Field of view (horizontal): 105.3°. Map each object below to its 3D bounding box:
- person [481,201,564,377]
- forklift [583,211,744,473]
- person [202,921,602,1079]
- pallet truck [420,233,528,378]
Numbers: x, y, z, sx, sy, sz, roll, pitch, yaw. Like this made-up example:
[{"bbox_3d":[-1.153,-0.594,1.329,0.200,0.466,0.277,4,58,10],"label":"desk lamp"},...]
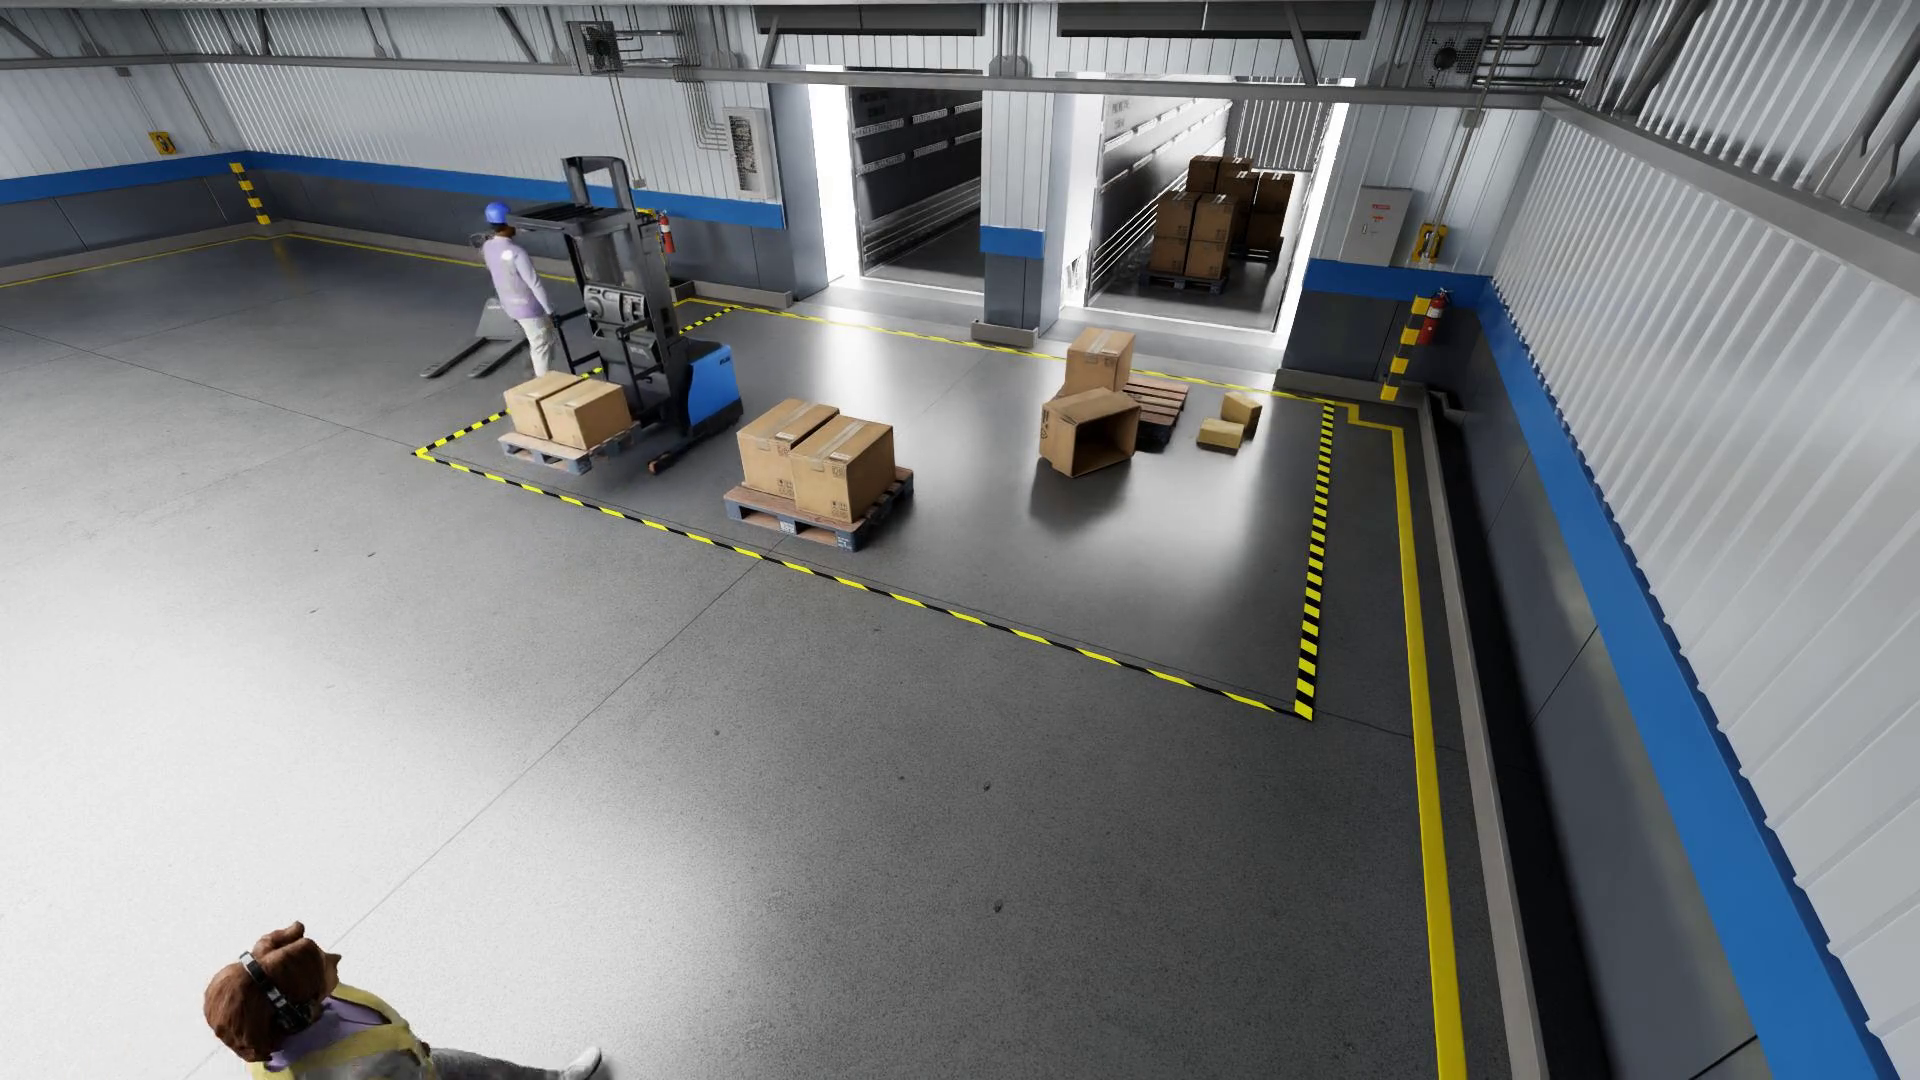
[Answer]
[{"bbox_3d":[-4.246,-2.286,7.234,0.626,1.931,0.454,24,42,30],"label":"person"},{"bbox_3d":[-2.667,-1.920,6.626,0.716,2.013,0.776,15,38,20],"label":"forklift"},{"bbox_3d":[-1.501,1.561,2.106,0.518,1.617,0.681,28,44,34],"label":"person"},{"bbox_3d":[-5.664,-2.712,8.427,0.680,1.201,1.601,0,35,-1],"label":"pallet truck"}]
